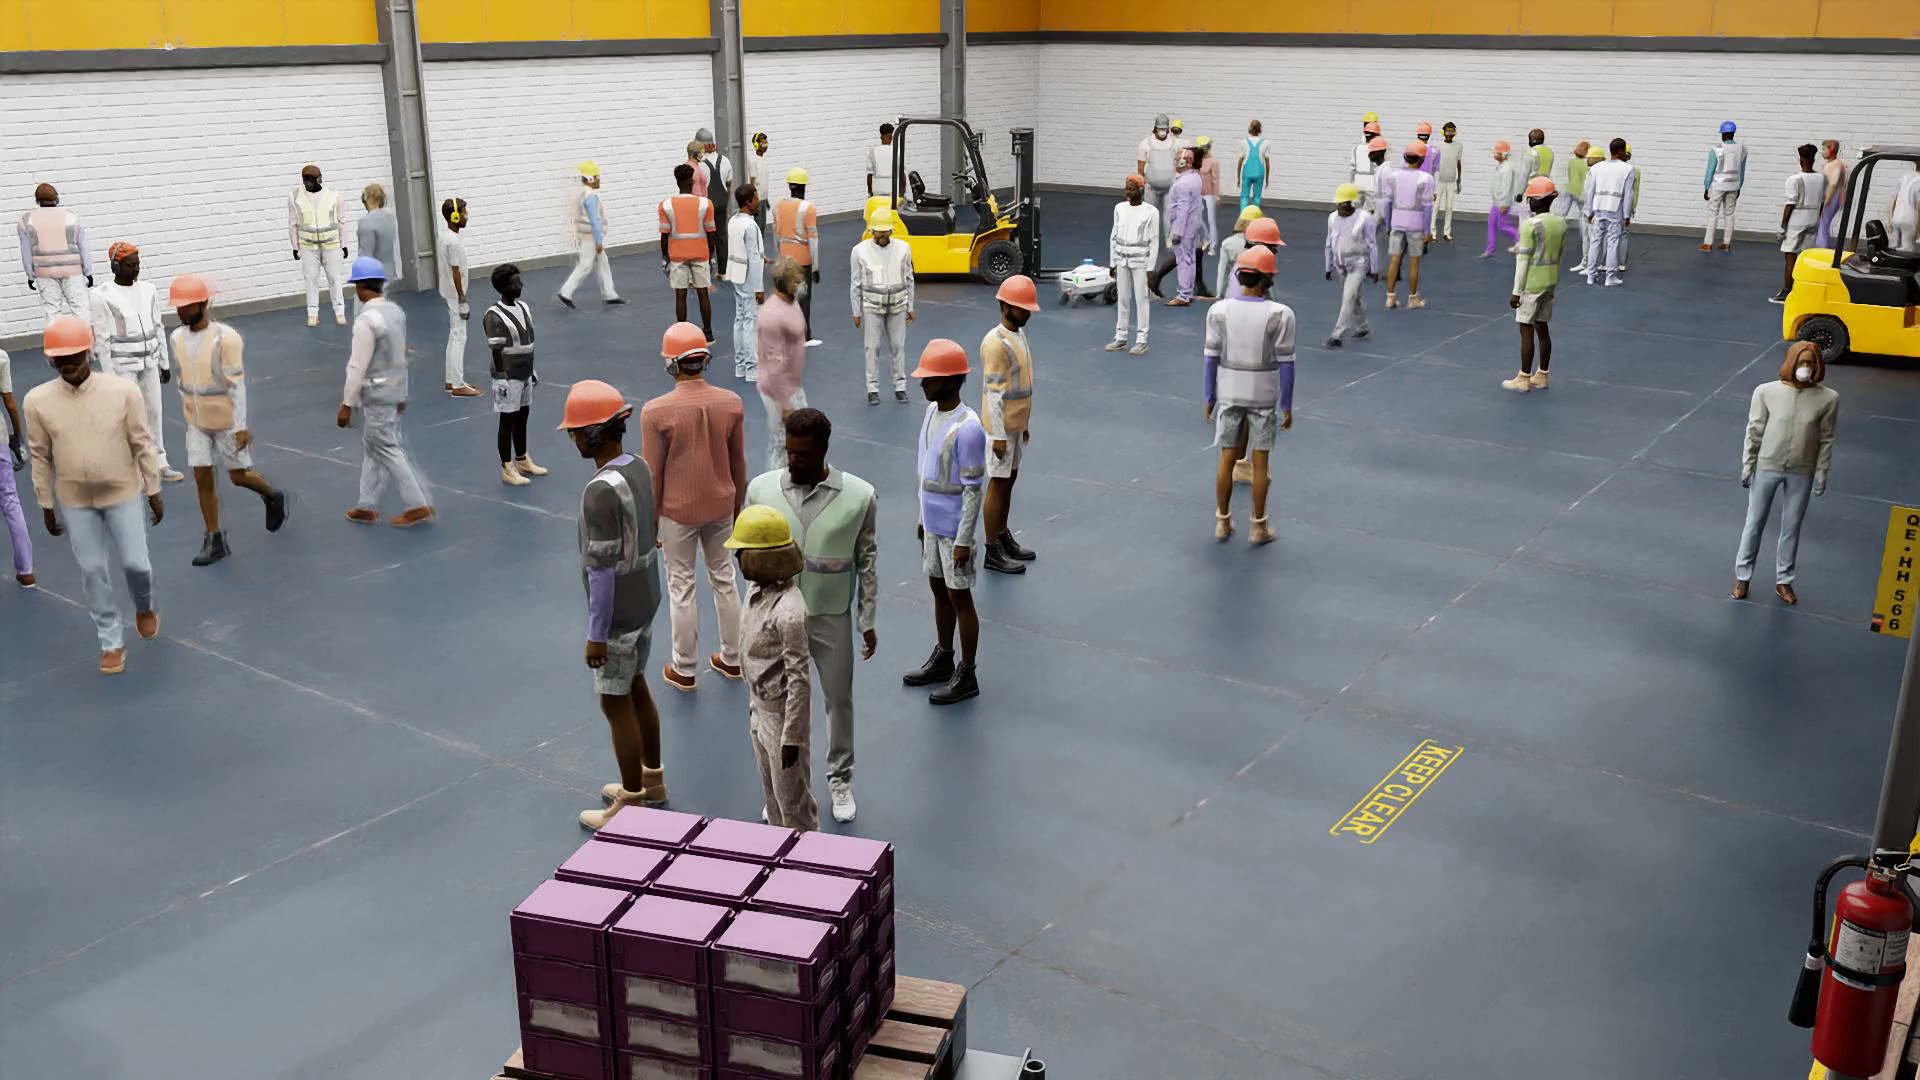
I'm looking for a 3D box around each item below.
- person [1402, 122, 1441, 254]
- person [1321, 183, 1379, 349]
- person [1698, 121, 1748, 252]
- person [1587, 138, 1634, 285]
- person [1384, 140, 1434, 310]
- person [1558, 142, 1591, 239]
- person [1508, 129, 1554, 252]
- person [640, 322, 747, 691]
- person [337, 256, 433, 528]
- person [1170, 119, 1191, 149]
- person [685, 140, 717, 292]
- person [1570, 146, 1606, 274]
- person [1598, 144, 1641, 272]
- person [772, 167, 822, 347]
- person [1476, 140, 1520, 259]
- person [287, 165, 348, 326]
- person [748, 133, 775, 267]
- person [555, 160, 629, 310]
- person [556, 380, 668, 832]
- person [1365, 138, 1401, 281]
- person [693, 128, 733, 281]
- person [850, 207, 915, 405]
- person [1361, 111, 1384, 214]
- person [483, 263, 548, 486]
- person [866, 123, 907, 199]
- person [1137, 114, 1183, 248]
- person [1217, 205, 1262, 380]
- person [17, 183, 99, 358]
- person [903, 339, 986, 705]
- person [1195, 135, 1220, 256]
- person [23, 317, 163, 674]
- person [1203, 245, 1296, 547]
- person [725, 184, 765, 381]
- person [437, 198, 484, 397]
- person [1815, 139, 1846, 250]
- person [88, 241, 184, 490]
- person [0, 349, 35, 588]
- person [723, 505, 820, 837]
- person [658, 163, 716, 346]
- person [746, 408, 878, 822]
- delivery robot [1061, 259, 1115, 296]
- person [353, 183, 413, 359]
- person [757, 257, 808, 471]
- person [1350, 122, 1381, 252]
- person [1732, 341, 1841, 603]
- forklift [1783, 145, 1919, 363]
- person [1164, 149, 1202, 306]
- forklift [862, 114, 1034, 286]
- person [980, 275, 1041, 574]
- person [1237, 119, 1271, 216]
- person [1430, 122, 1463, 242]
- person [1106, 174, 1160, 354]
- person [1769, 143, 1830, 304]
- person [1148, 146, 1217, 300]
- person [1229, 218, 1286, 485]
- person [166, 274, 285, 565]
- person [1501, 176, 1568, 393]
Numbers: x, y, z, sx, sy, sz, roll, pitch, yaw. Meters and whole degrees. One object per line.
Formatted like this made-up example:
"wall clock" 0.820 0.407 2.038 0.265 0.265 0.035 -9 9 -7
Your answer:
"person" 6.857 -5.248 24.837 0.552 1.936 0.360 3 18 8
"person" 4.264 -2.993 18.084 0.896 1.767 0.615 -12 21 -34
"person" 11.491 -5.314 25.047 0.607 1.938 0.422 -2 18 -5
"person" 8.600 -4.347 22.058 0.399 1.916 0.590 -16 24 -41
"person" 5.461 -3.826 20.232 0.614 2.038 0.397 13 22 36
"person" 9.512 -5.353 25.725 0.849 1.592 0.508 -7 19 -20
"person" 8.592 -5.234 24.978 0.631 1.831 0.429 -12 22 -34
"person" -1.419 -0.175 8.902 0.608 1.987 0.403 -14 22 -37
"person" -4.075 -1.010 11.636 0.678 1.911 0.673 0 18 0
"person" 3.634 -6.194 28.072 0.524 1.769 0.316 3 18 9
"person" -3.404 -4.186 21.518 0.372 1.938 0.630 -5 18 -16
"person" 8.710 -4.550 22.969 0.324 1.742 0.492 0 18 -1
"person" 9.163 -4.628 23.179 0.533 1.765 0.326 0 18 -1
"person" -1.758 -3.045 17.972 0.596 1.924 0.378 13 22 35
"person" 7.978 -4.950 24.253 0.636 1.724 0.583 0 18 1
"person" -7.389 -3.393 19.194 0.634 1.839 0.429 -6 19 -18
"person" -2.846 -4.853 23.713 0.309 1.868 0.534 5 18 14
"person" -4.558 -3.709 20.259 0.886 1.804 0.606 -7 19 -20
"person" -1.532 0.296 7.359 0.410 2.028 0.620 2 18 5
"person" 5.679 -4.435 22.392 0.671 1.890 0.543 -1 18 -2
"person" -3.401 -4.469 22.235 0.683 2.000 0.537 -16 24 -40
"person" -0.709 -2.157 15.366 0.603 1.820 0.403 -5 18 -16
"person" 6.758 -6.109 27.547 0.374 1.928 0.584 15 23 38
"person" -3.429 -1.275 12.798 0.318 1.699 0.535 4 18 13
"person" -1.064 -5.094 24.322 0.601 1.958 0.388 3 18 9
"person" 3.052 -5.468 25.360 0.683 2.000 0.538 -1 18 -3
"person" 2.778 -2.415 16.319 0.520 1.722 0.351 3 18 10
"person" -9.299 -2.748 17.177 0.633 1.840 0.429 -8 20 -24
"person" -0.080 -0.095 8.720 0.356 1.938 0.545 -9 20 -26
"person" 3.684 -5.145 24.828 0.395 1.741 0.625 -11 21 -30
"person" -4.738 -0.258 9.151 0.640 1.981 0.520 -6 19 -18
"person" 1.967 -0.967 11.317 0.624 2.040 0.486 8 19 23
"person" -2.090 -2.528 16.357 0.392 1.922 0.592 -9 20 -27
"person" -4.756 -2.288 15.719 0.343 1.858 0.506 -8 19 -23
"person" 12.047 -4.631 23.098 0.465 1.824 0.564 2 18 8
"person" -6.279 -1.327 12.679 0.360 1.879 0.582 8 19 24
"person" -6.109 -0.575 10.360 0.508 1.856 0.327 -12 21 -33
"person" -0.740 0.699 6.550 0.319 1.742 0.492 -7 19 -22
"person" -2.934 -3.067 17.975 0.607 1.963 0.373 -3 18 -10
"person" -0.657 0.333 7.423 0.587 1.915 0.393 1 18 3
"delivery robot" 1.589 -3.239 20.636 0.707 0.478 0.477 -14 23 -37
"person" -5.830 -2.584 16.565 0.534 1.900 0.666 0 18 0
"person" -1.208 -1.015 11.660 0.404 1.924 0.634 2 18 6
"person" 6.122 -5.295 25.003 0.373 1.928 0.543 -16 24 -41
"person" 5.066 -0.418 10.218 0.498 1.636 0.286 5 19 16
"forklift" 9.803 -2.879 17.013 2.313 2.155 1.214 12 21 33
"person" 2.734 -3.841 20.487 0.403 1.911 0.637 7 19 21
"forklift" -0.171 -4.594 22.377 2.313 2.155 1.214 1 18 3
"person" 0.334 -0.752 10.791 0.374 1.928 0.542 6 19 17
"person" 4.774 -5.901 27.049 0.523 1.835 0.483 3 18 10
"person" 7.631 -5.620 26.131 0.503 1.865 0.335 -1 18 -3
"person" 1.831 -2.925 17.661 0.575 1.883 0.355 14 22 37
"person" 10.402 -3.905 20.599 0.607 1.962 0.373 -5 18 -16
"person" 2.791 -3.956 20.810 0.934 1.929 0.628 1 18 3
"person" 2.255 -1.447 12.782 0.395 2.038 0.615 -2 18 -7
"person" -4.921 -0.833 11.074 0.550 1.920 0.783 4 18 13
"person" 5.485 -2.433 15.893 0.601 2.035 0.417 -13 22 -35
